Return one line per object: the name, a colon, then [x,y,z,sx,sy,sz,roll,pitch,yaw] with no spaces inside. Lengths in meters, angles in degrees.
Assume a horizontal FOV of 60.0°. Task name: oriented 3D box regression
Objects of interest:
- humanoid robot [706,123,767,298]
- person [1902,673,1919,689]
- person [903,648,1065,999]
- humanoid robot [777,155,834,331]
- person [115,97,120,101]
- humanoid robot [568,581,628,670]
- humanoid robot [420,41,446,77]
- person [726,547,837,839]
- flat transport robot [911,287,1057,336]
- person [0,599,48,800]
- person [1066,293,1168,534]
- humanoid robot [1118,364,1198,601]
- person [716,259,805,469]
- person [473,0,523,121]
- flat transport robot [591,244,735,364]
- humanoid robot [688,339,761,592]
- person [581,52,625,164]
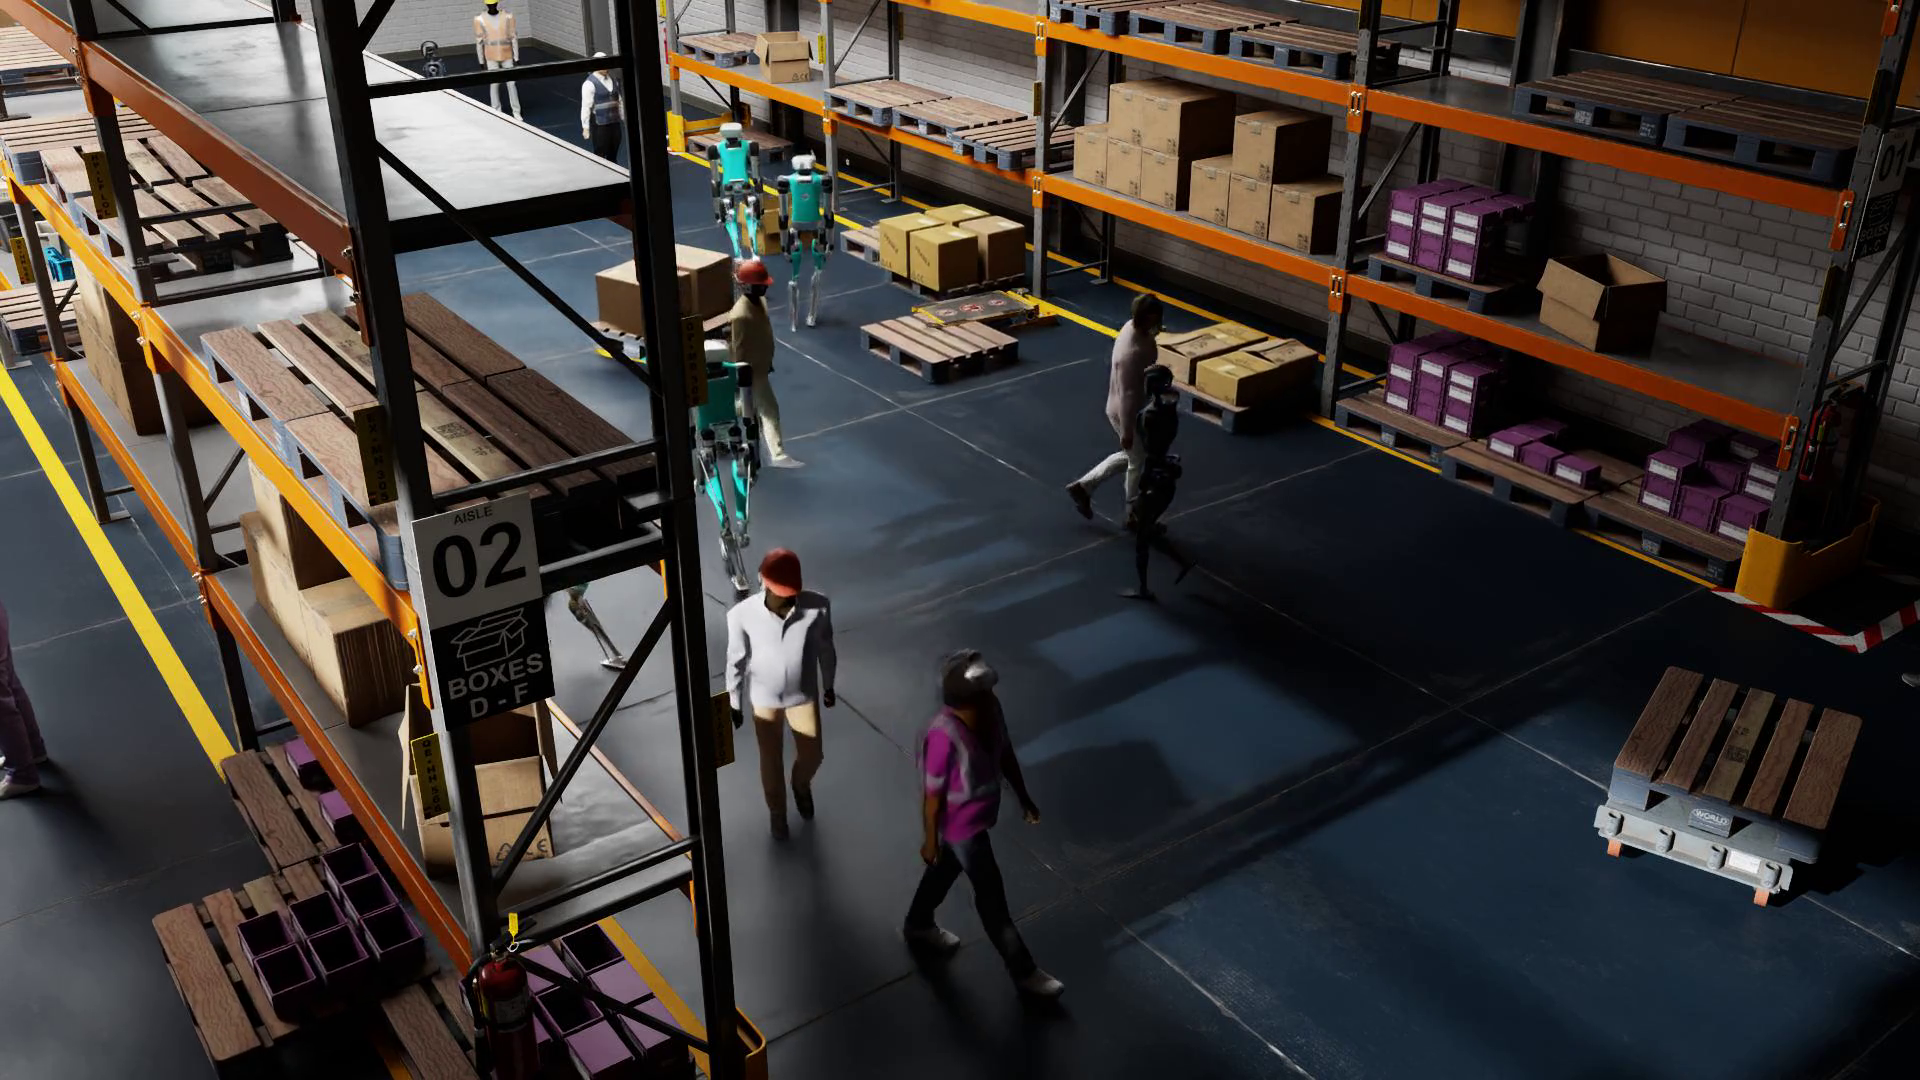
humanoid robot: [-2.227,-3.270,16.893,0.550,1.809,0.737,-7,27,-13]
person: [6.197,0.052,10.013,0.497,1.951,0.419,-16,31,-28]
person: [0.090,1.283,7.733,0.942,1.792,0.511,12,29,23]
humanoid robot: [-1.487,-2.885,16.112,0.542,1.796,0.748,-3,27,-7]
person: [-10.645,-5.423,20.861,0.608,1.991,0.385,21,33,35]
humanoid robot: [-2.533,-0.010,10.422,1.017,1.775,0.531,13,29,24]
humanoid robot: [-6.785,-5.655,21.665,0.341,1.651,0.586,-8,28,-16]
person: [-0.929,0.808,8.745,0.598,1.729,0.390,-7,27,-13]
flat transport robot: [0.181,-2.195,16.354,1.431,0.231,0.659,-15,30,-27]
person: [-5.434,0.534,9.122,0.398,1.899,0.634,-10,28,-20]
person: [1.164,-0.902,11.981,0.691,1.898,0.646,4,27,9]
humanoid robot: [1.368,-0.362,11.155,0.501,1.640,0.622,9,28,17]
person: [-1.673,-1.404,13.163,0.804,1.721,0.568,5,27,9]
person: [-6.686,-7.001,24.095,0.596,1.913,0.427,-9,28,-18]
flat transport robot: [-2.642,-1.778,15.524,1.431,0.231,0.659,16,31,29]
humanoid robot: [-1.557,-0.439,11.226,0.531,1.730,0.968,-10,28,-18]
person: [-4.374,-5.122,20.518,0.447,1.755,0.757,18,32,31]
